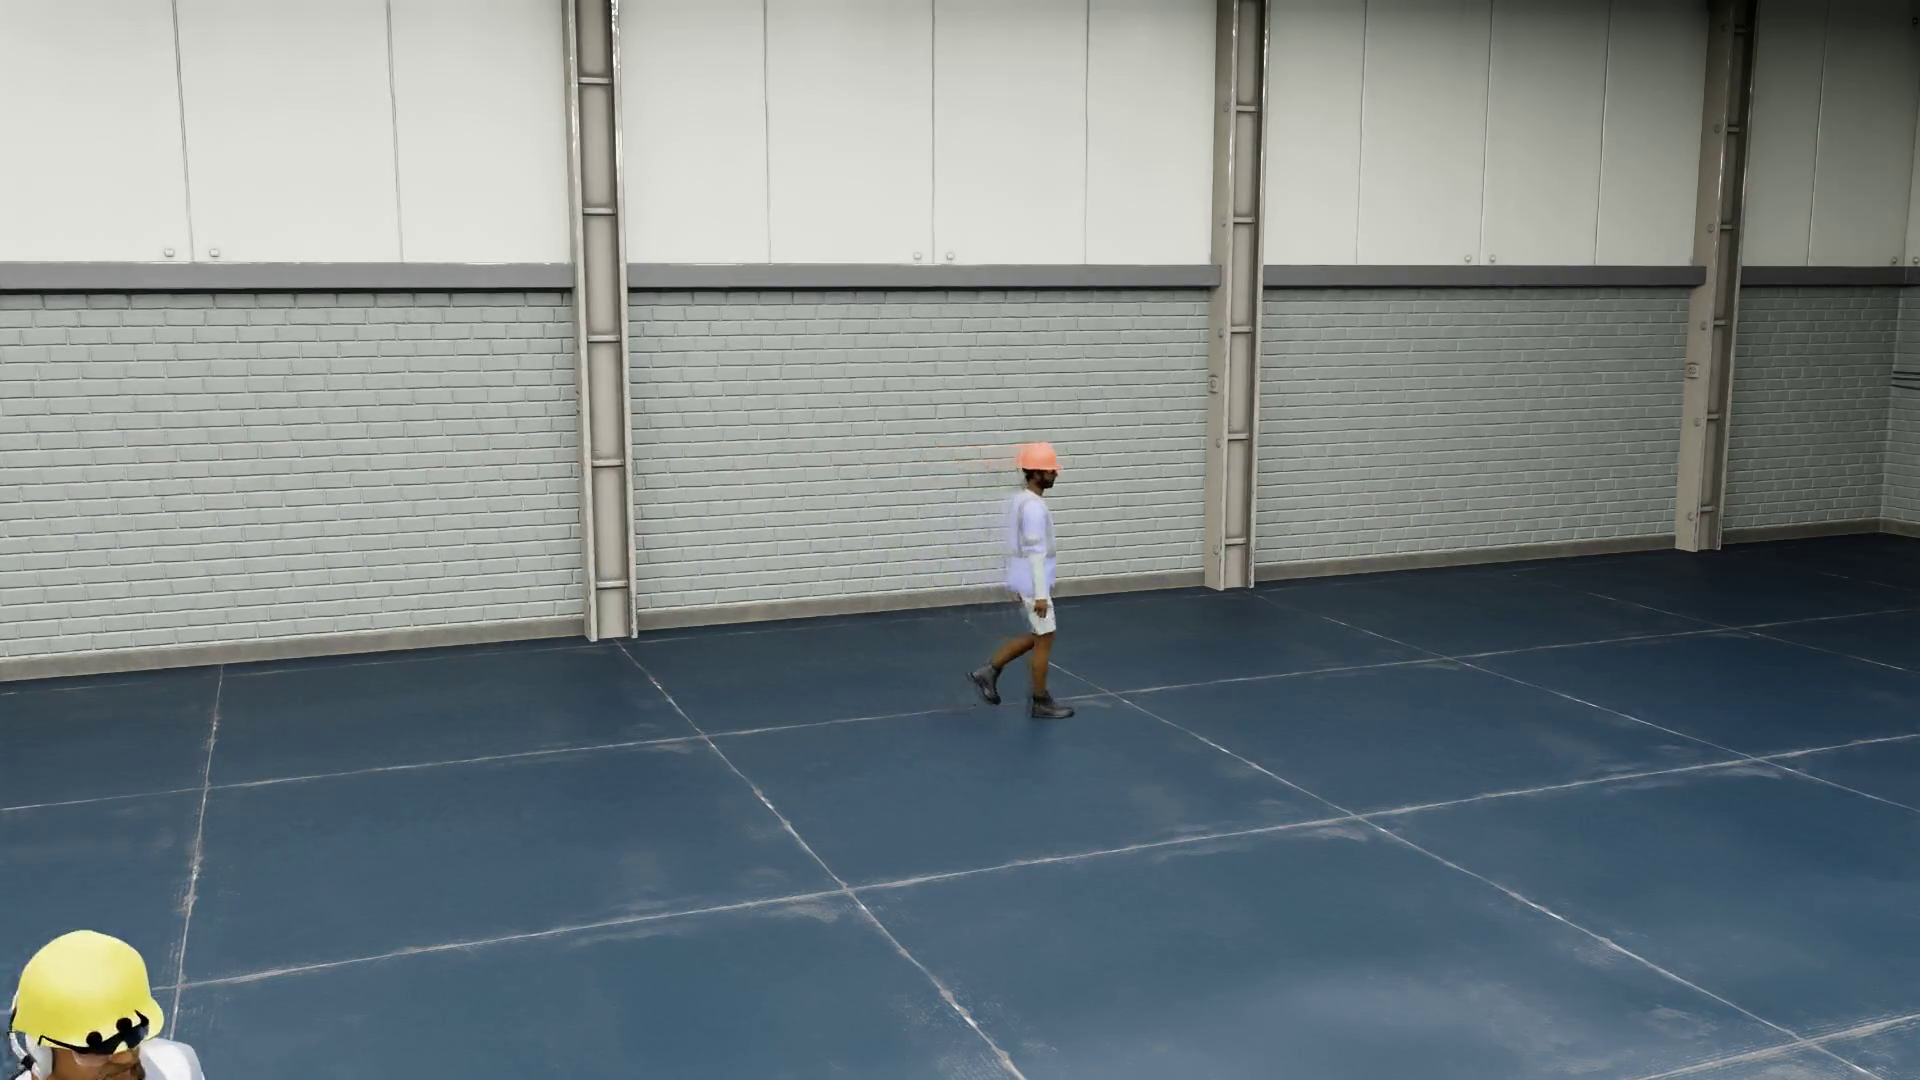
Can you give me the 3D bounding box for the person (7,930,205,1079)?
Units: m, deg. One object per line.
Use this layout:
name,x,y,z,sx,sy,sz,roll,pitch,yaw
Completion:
person,-1.647,1.620,3.252,0.648,1.804,0.606,3,10,21

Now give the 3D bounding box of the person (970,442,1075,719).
person,0.444,0.285,11.308,0.628,1.920,0.551,0,9,-2
